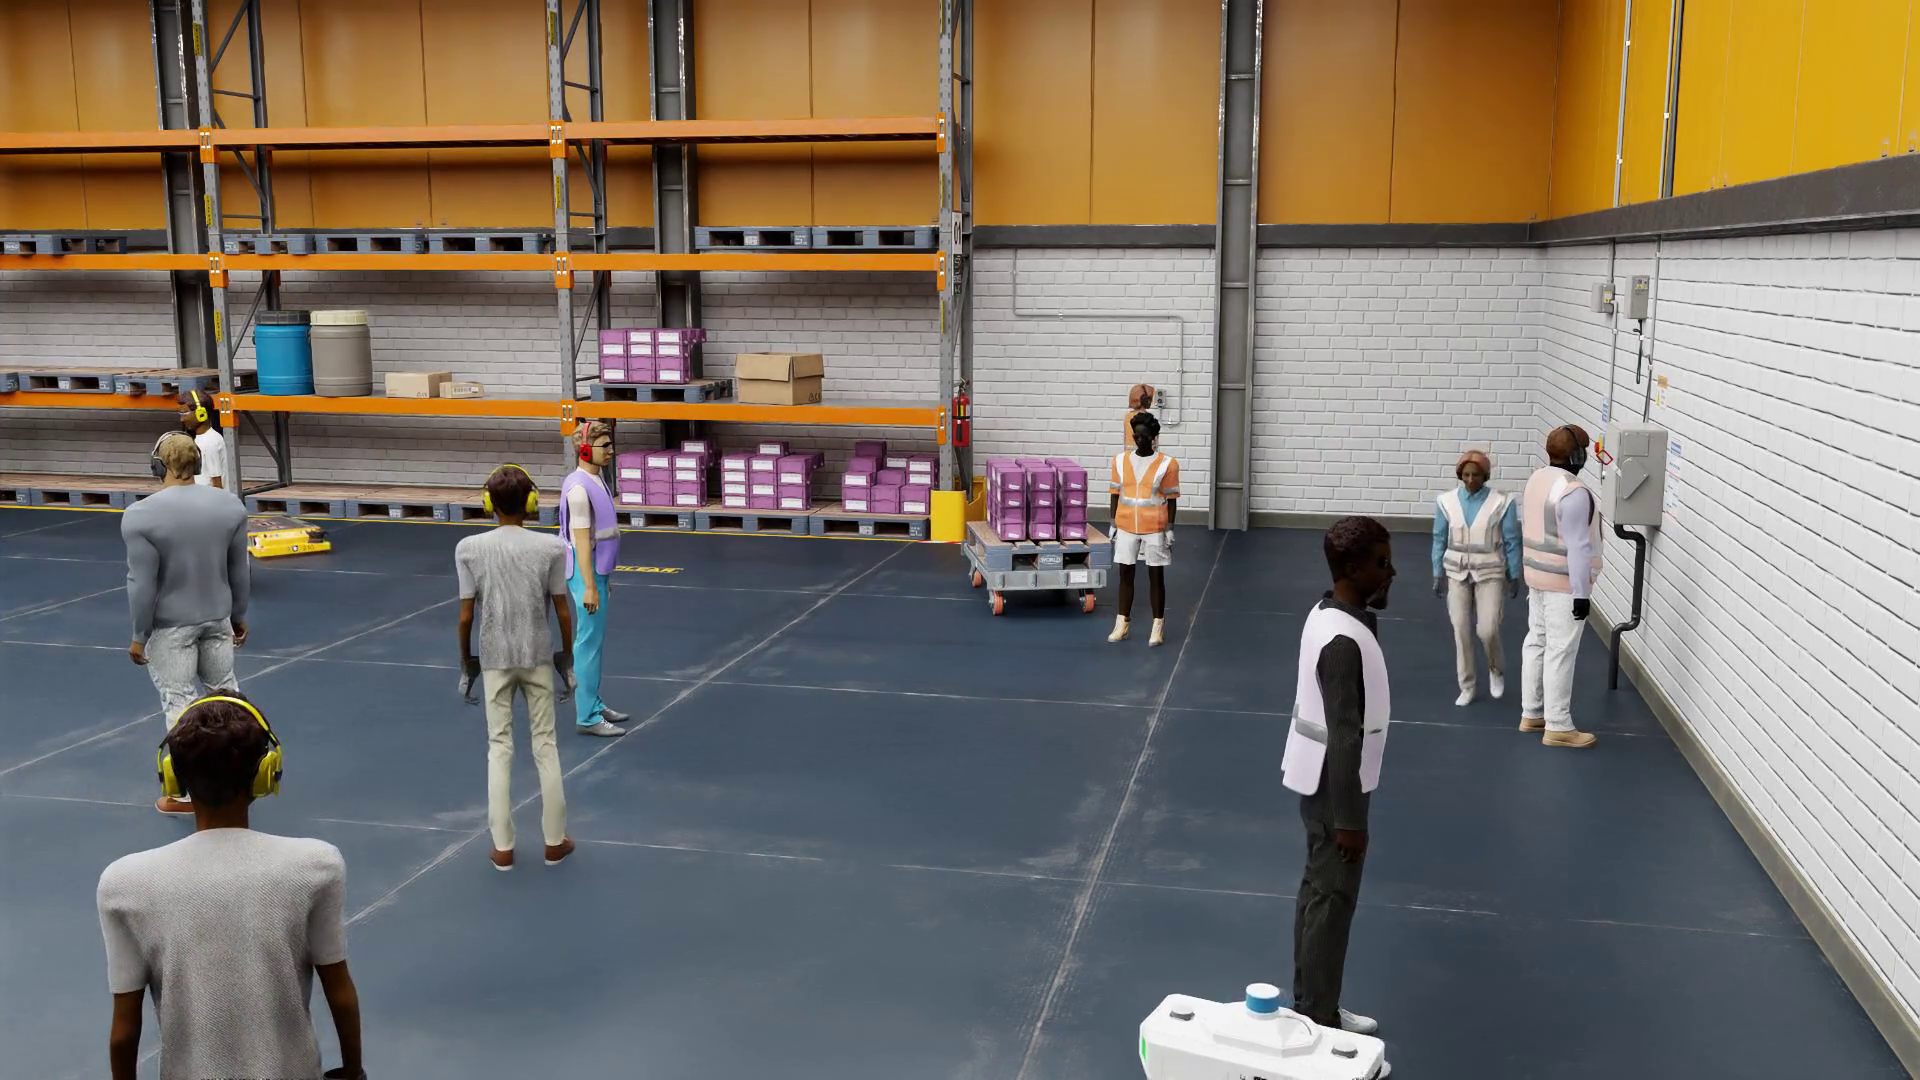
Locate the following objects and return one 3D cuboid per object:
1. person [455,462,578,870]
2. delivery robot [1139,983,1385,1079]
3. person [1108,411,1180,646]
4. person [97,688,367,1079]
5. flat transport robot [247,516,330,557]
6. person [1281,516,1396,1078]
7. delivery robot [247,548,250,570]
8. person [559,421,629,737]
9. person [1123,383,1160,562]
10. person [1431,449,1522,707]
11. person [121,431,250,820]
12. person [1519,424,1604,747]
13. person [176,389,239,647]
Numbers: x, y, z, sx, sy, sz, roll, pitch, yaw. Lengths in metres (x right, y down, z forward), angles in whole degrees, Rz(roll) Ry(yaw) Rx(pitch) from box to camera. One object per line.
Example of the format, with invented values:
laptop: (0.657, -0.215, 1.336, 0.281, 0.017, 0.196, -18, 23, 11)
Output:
person: (-2.023, 0.581, 7.604, 0.532, 1.858, 0.310, -2, 10, -13)
delivery robot: (0.924, 1.607, 5.104, 0.707, 0.478, 0.477, 5, 11, 28)
person: (1.316, -0.083, 12.012, 0.532, 1.698, 0.319, 4, 10, 23)
person: (-1.562, 1.251, 3.633, 0.535, 1.859, 0.309, -3, 10, -19)
flat transport robot: (-6.656, -0.055, 16.060, 0.652, 0.197, 1.431, -8, 12, -39)
person: (1.308, 0.864, 5.752, 0.393, 1.919, 0.589, 1, 10, 8)
delivery robot: (-6.195, 0.116, 13.935, 0.477, 0.478, 0.707, -6, 11, -32)
person: (-2.168, 0.225, 9.756, 0.386, 1.842, 0.568, -1, 10, -6)
person: (1.663, -0.621, 15.362, 0.307, 1.643, 0.514, -4, 10, -21)
person: (3.203, 0.238, 10.348, 0.523, 1.624, 0.391, 6, 11, 33)
person: (-3.847, 0.421, 8.314, 0.359, 1.938, 0.635, 7, 12, 34)
person: (3.464, 0.256, 9.571, 0.429, 1.845, 0.633, -1, 10, -6)
person: (-5.370, -0.144, 11.885, 0.328, 1.865, 0.520, -5, 11, -26)
